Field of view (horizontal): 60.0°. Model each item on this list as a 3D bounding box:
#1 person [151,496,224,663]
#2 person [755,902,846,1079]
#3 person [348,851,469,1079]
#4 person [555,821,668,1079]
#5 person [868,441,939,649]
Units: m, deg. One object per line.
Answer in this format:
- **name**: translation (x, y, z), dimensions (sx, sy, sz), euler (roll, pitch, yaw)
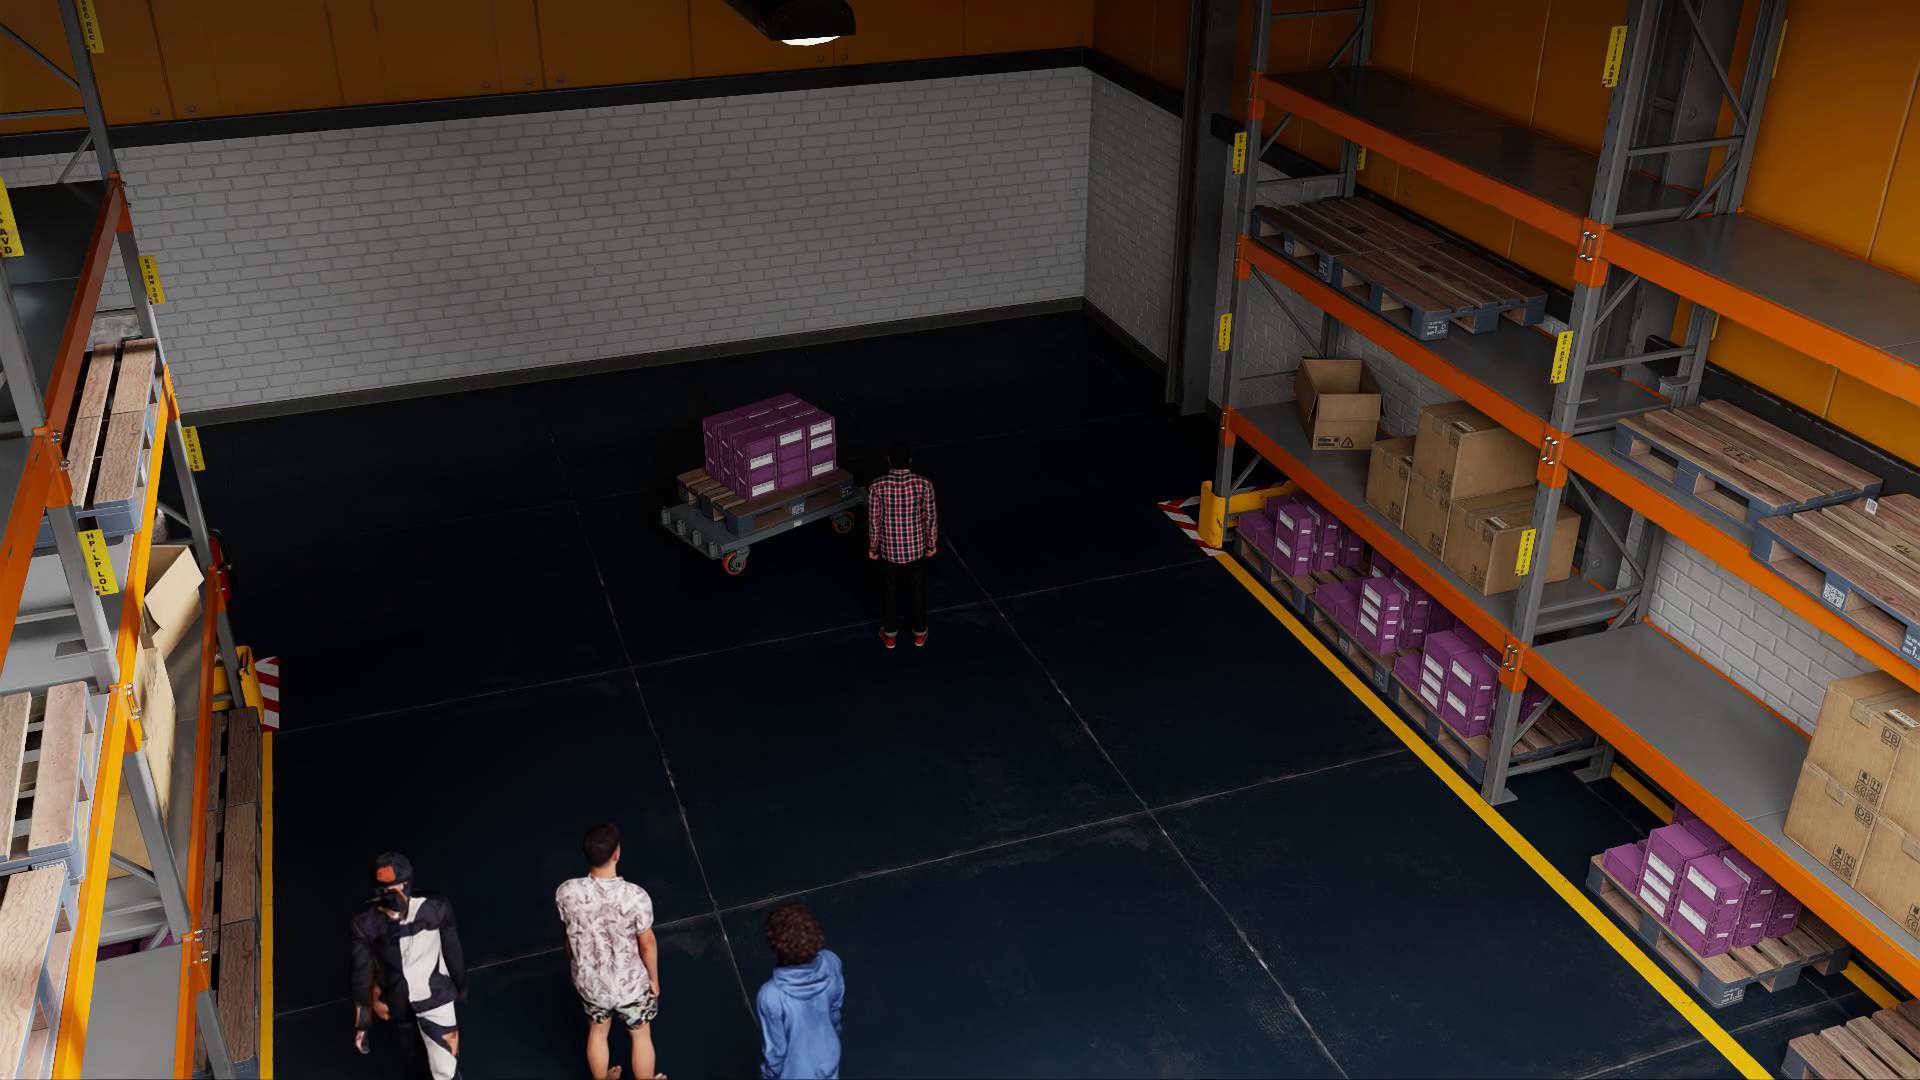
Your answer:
- **person**: translation (-5.999, 0.269, 12.579), dimensions (0.926, 1.608, 1.114), euler (2, 29, 3)
- **person**: translation (-0.776, 2.537, 8.212), dimensions (0.753, 1.809, 0.711), euler (-24, 37, -37)
- **person**: translation (-2.811, 2.313, 8.580), dimensions (0.786, 1.850, 1.134), euler (-6, 29, -10)
- **person**: translation (-1.828, 2.260, 8.716), dimensions (0.739, 1.813, 0.725), euler (3, 29, 6)
- **person**: translation (-0.450, 0.032, 12.855), dimensions (0.748, 1.761, 0.671), euler (-4, 29, -7)
